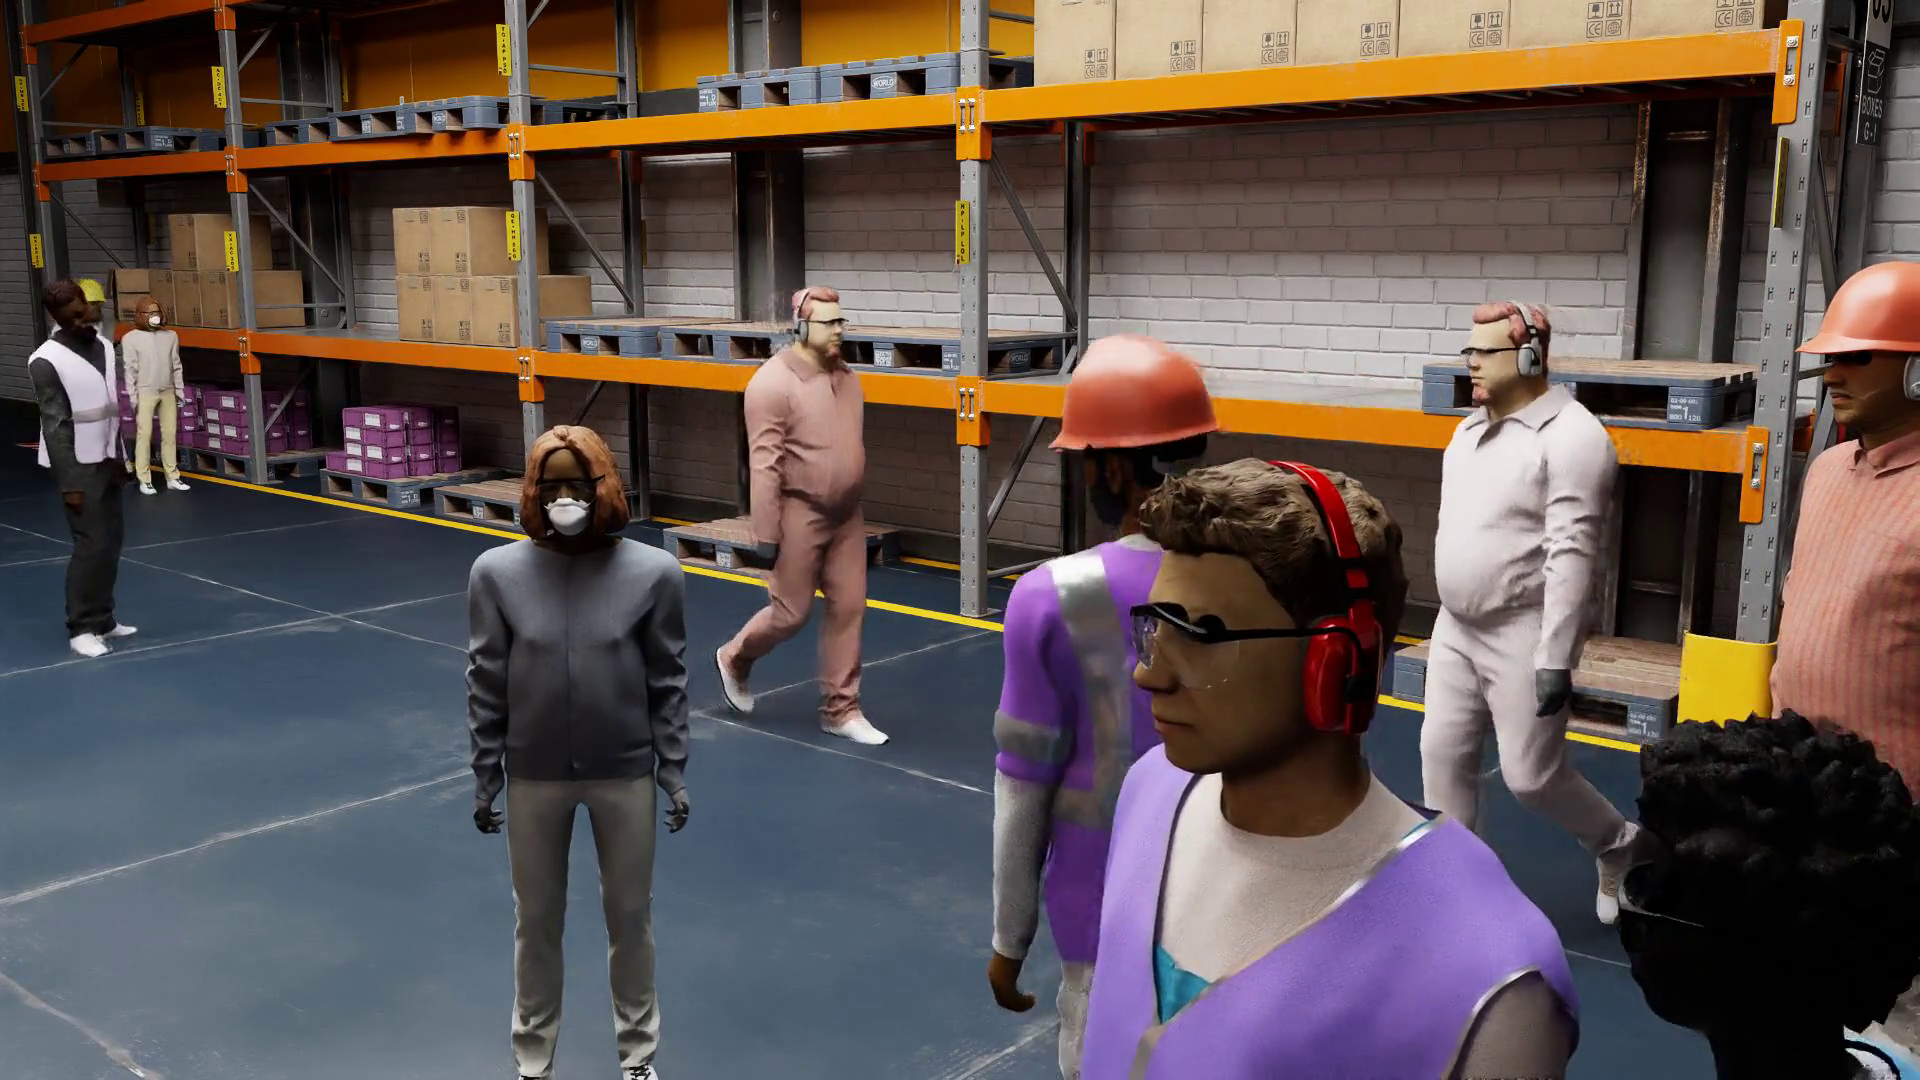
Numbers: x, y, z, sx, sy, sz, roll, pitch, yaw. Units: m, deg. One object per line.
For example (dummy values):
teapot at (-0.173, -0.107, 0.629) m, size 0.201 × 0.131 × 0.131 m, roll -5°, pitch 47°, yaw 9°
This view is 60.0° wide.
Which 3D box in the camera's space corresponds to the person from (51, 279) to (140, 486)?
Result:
person at (-7.389, -1.314, 14.071) m, size 0.890 × 1.768 × 0.611 m, roll 5°, pitch 11°, yaw 26°

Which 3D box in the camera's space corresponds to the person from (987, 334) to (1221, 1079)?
person at (0.354, 0.614, 2.730) m, size 0.539 × 1.899 × 0.966 m, roll -4°, pitch 11°, yaw -24°

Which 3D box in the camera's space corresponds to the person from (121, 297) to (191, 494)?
person at (-6.655, -1.191, 13.758) m, size 0.284 × 1.626 × 0.496 m, roll 6°, pitch 12°, yaw 31°

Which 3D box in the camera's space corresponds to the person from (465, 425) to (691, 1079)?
person at (-0.866, 0.549, 3.810) m, size 0.499 × 1.634 × 0.279 m, roll -2°, pitch 10°, yaw -9°

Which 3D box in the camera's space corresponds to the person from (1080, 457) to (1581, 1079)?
person at (0.300, 0.837, 1.565) m, size 0.388 × 1.847 × 0.562 m, roll -5°, pitch 11°, yaw -26°

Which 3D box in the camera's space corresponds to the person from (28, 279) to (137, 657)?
person at (-4.390, -0.359, 8.358) m, size 0.357 × 1.886 × 0.713 m, roll 0°, pitch 10°, yaw -2°

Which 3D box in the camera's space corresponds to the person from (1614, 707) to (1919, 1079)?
person at (0.652, 0.958, 1.385) m, size 0.761 × 1.674 × 0.540 m, roll 9°, pitch 14°, yaw 42°

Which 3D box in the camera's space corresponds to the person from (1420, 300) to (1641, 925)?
person at (1.623, 0.257, 4.782) m, size 0.780 × 1.881 × 0.653 m, roll -4°, pitch 11°, yaw -20°

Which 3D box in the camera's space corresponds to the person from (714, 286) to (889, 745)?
person at (-0.665, -0.105, 6.860) m, size 0.778 × 1.882 × 0.638 m, roll 8°, pitch 13°, yaw 38°

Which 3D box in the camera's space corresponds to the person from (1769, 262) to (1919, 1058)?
person at (1.807, 0.453, 3.333) m, size 0.381 × 1.994 × 0.613 m, roll -1°, pitch 10°, yaw -6°
